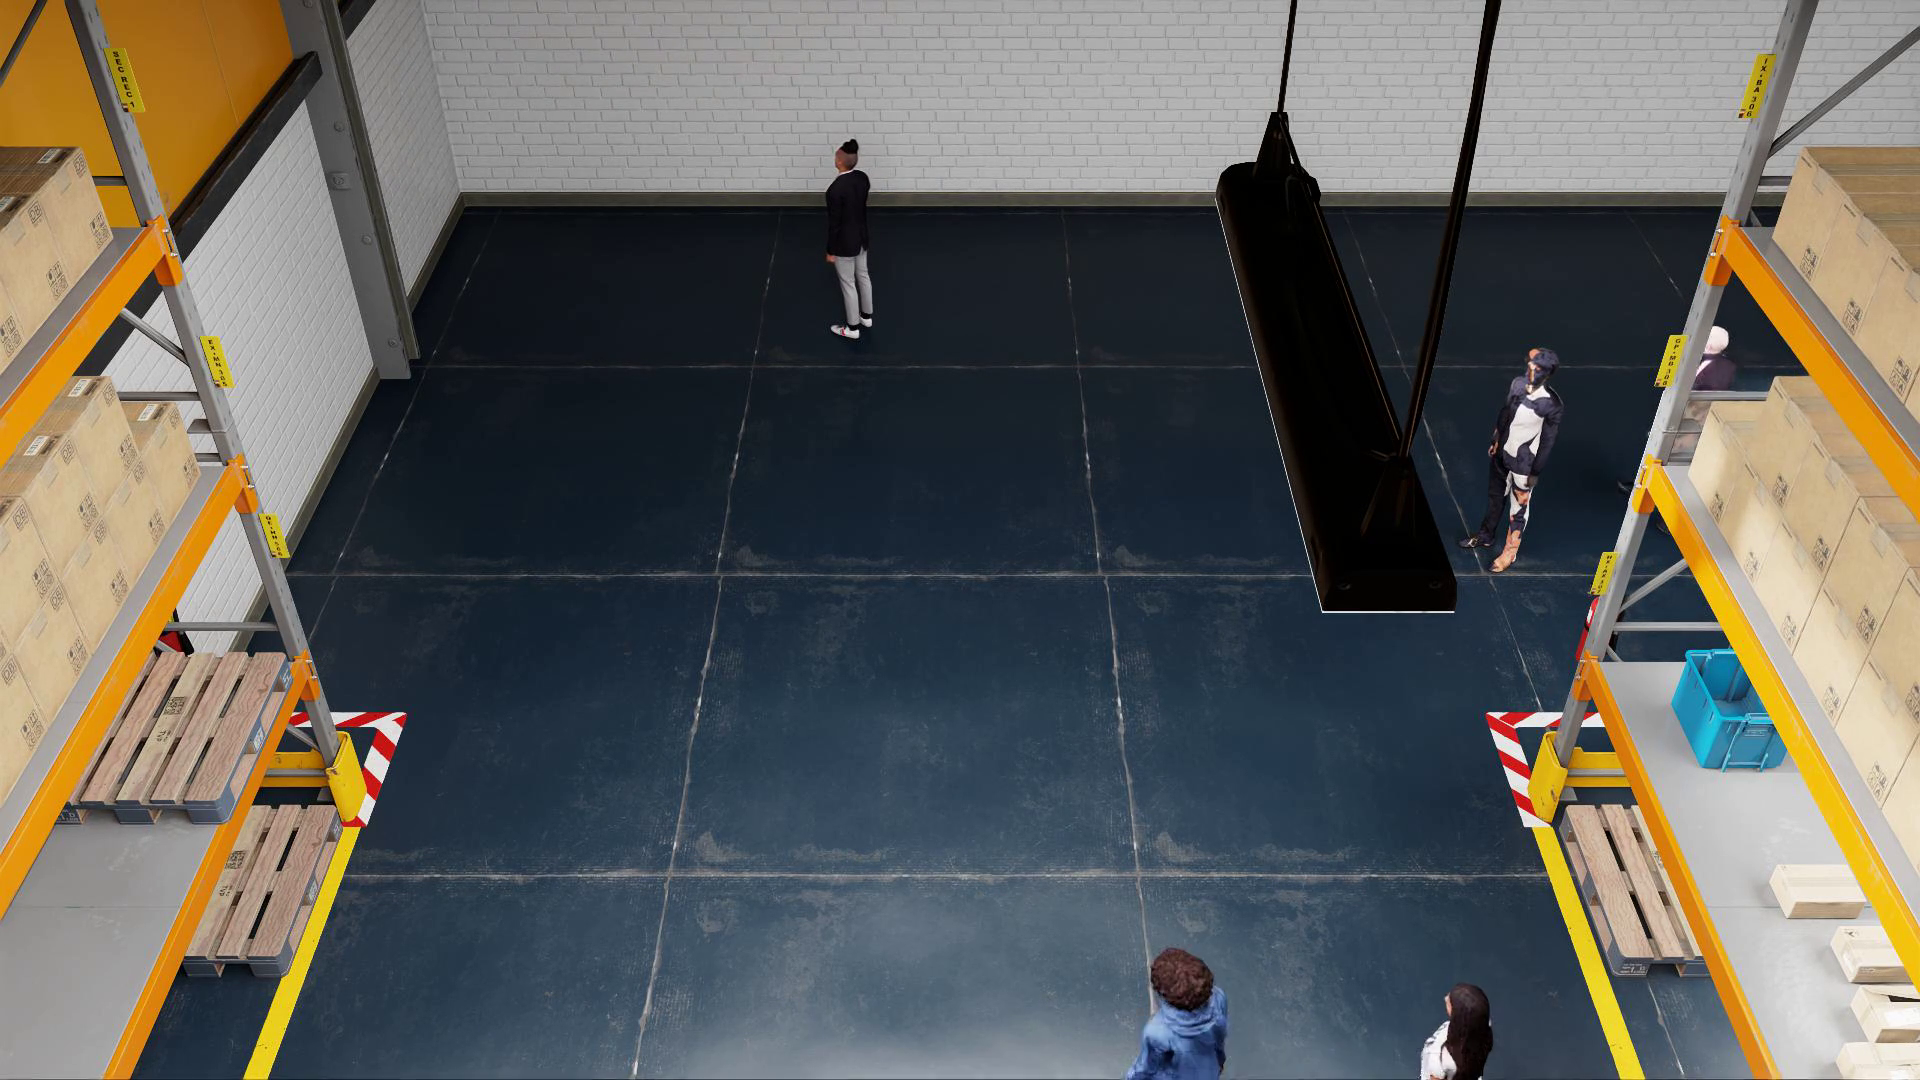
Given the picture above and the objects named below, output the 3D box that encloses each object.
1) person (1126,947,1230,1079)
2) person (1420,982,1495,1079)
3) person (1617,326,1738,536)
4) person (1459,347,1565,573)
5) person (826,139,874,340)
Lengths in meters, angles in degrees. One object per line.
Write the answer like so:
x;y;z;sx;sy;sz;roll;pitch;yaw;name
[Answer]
1.176;2.772;8.424;0.876;1.786;0.932;-23;44;-26;person
2.524;2.895;8.326;1.028;1.714;1.205;-24;45;-27;person
5.727;-0.778;12.856;1.048;1.800;1.134;-30;47;-32;person
4.230;-0.629;12.596;0.826;1.893;0.694;-18;42;-21;person
-1.002;-2.772;15.234;0.857;1.949;0.746;22;44;26;person
